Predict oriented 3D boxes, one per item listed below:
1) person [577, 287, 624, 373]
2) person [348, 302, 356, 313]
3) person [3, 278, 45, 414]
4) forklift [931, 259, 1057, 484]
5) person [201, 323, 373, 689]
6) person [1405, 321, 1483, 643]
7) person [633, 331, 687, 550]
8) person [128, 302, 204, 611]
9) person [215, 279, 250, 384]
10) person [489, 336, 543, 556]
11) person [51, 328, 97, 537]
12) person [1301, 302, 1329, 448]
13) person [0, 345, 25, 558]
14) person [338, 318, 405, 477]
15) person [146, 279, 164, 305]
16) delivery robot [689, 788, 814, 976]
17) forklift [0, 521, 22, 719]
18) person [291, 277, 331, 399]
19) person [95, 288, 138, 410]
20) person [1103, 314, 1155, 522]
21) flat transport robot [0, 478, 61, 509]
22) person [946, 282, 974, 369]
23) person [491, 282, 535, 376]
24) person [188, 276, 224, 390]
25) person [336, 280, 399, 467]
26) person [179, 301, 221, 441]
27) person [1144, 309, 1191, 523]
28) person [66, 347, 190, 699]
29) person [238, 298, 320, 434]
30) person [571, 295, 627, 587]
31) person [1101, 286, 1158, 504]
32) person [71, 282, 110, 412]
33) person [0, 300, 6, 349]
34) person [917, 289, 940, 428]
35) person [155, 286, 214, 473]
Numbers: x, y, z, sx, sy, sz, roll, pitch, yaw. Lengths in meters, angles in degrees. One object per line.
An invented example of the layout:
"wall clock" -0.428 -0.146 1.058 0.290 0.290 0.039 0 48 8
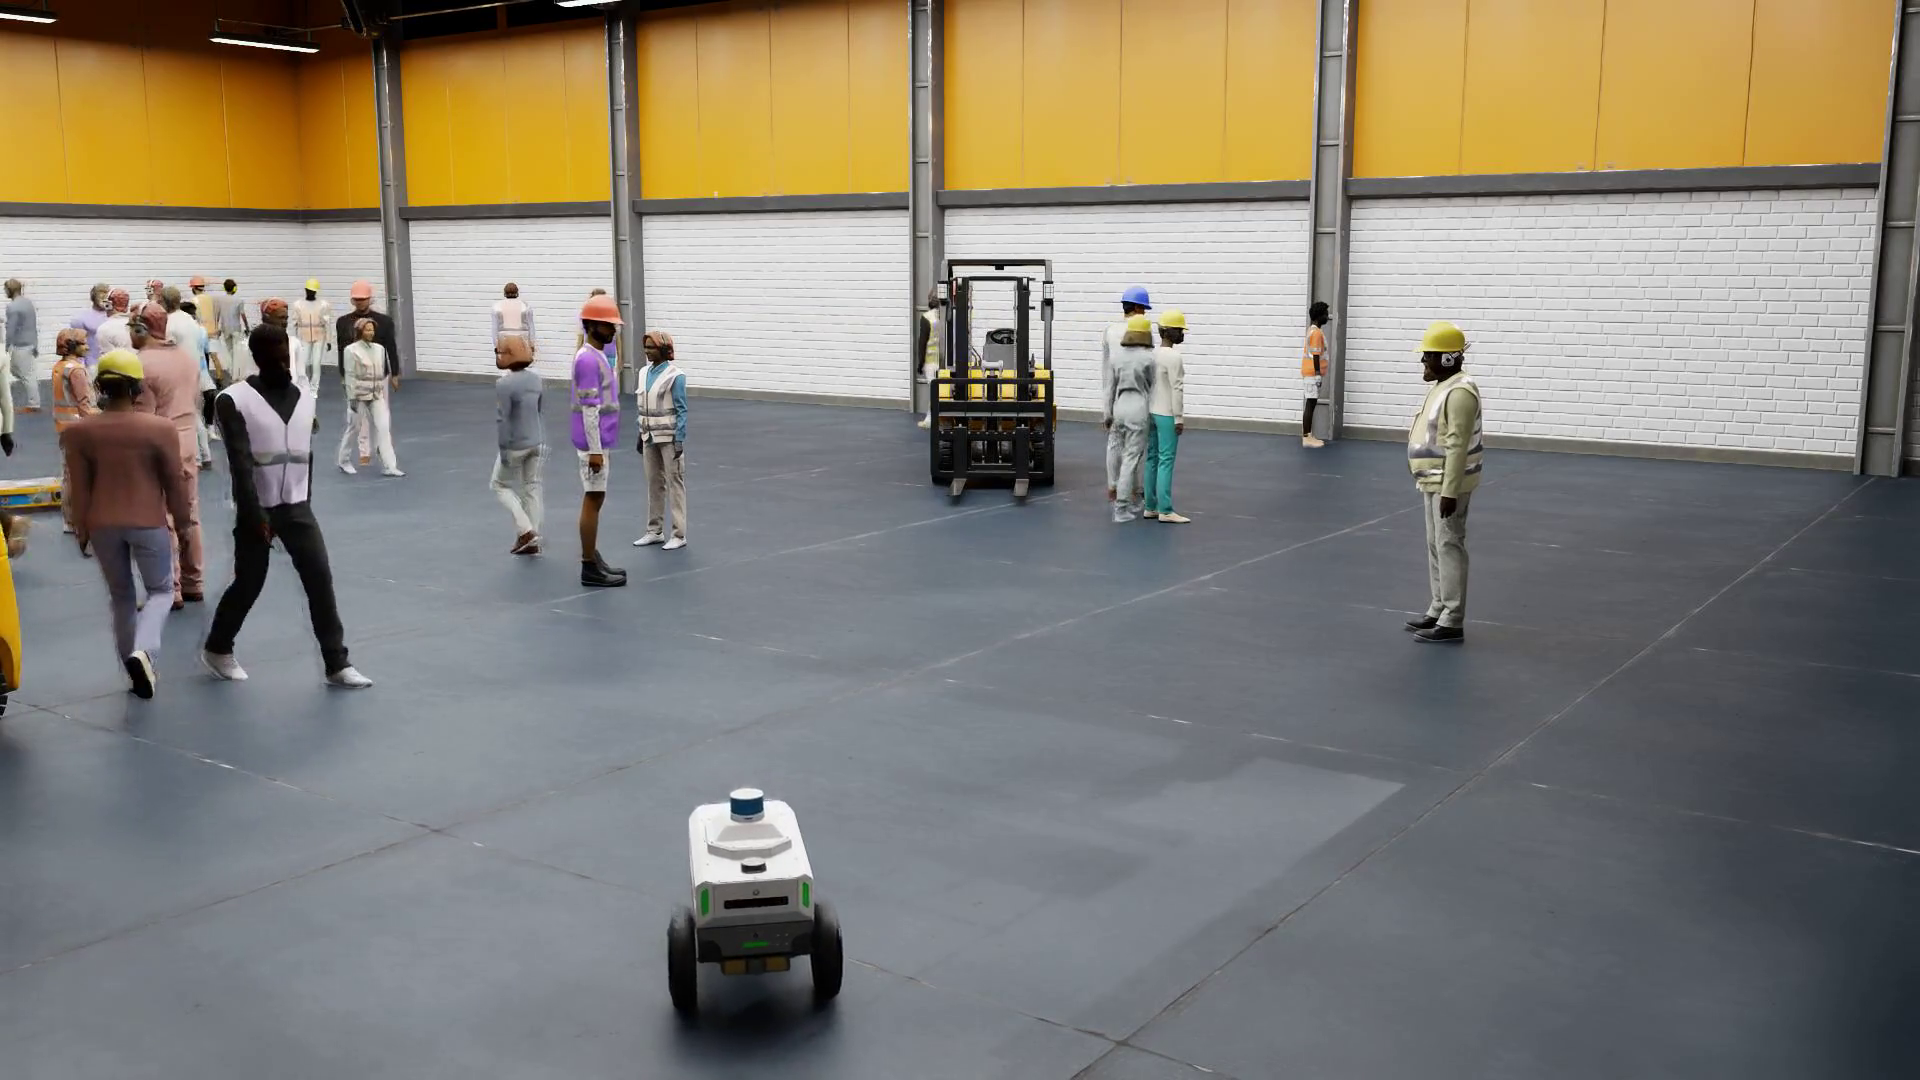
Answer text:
"person" -4.653 -2.357 21.547 0.565 1.828 0.430 -4 10 -24
"person" -9.733 -3.296 27.092 0.343 1.839 0.506 1 10 5
"person" -13.244 -2.721 23.450 0.467 1.918 0.624 -2 10 -12
"forklift" 0.370 -1.738 16.759 1.214 2.155 2.313 1 10 3
"person" -3.505 -0.172 8.436 0.970 1.866 0.573 5 11 29
"person" 2.751 -0.329 9.482 0.403 1.825 0.591 1 10 4
"person" -2.244 -0.748 12.508 0.512 1.641 0.309 8 12 38
"person" -4.970 -0.514 10.327 0.401 1.907 0.649 1 10 7
"person" -12.715 -3.644 29.137 0.549 1.846 0.653 0 10 -2
"person" -3.227 -0.676 12.131 0.337 1.622 0.508 5 11 27
"person" -6.954 -0.845 13.094 0.523 1.636 0.310 9 13 43
"person" 4.124 -1.918 19.332 0.320 1.694 0.531 2 10 11
"person" -6.958 -0.780 11.778 0.813 1.948 0.669 4 10 23
"person" -6.004 -1.438 16.739 0.843 1.599 0.530 6 11 32
"person" -11.126 -2.659 23.096 0.408 1.909 0.638 1 10 4
"delivery robot" -0.643 0.999 5.050 0.477 0.478 0.707 -2 10 -11
"forklift" -5.296 -0.090 6.943 1.214 2.155 2.313 7 12 35
"person" -10.185 -3.167 26.140 0.596 1.900 0.405 -3 10 -16
"person" -7.906 -1.423 15.731 0.404 1.911 0.636 3 10 17
"person" 1.509 -1.029 13.970 0.480 1.705 0.819 8 12 39
"flat transport robot" -8.313 -0.382 14.397 1.431 0.197 0.652 -6 11 -33
"person" -0.005 -2.074 19.524 0.371 1.935 0.551 3 10 17
"person" -6.612 -2.890 24.669 0.624 1.844 0.429 -2 10 -12
"person" -12.776 -3.470 27.949 0.922 1.899 0.567 5 11 29
"person" -6.314 -1.795 17.787 0.621 1.969 0.849 -2 10 -13
"person" -9.081 -1.972 19.671 0.603 1.679 0.538 8 13 40
"person" 1.717 -1.024 13.789 0.329 1.765 0.526 -3 10 -18
"person" -4.079 -0.065 8.141 0.531 1.748 0.627 -2 10 -10
"person" -5.398 -0.988 13.271 0.599 1.864 0.573 4 10 21
"person" -2.402 -0.659 11.106 0.376 1.934 0.548 -1 10 -8
"person" 1.521 -1.277 14.778 0.402 1.937 0.604 -8 13 -41
"person" -9.698 -1.954 18.866 0.663 1.916 0.509 -8 12 -40
"person" -13.004 -2.558 22.093 0.374 2.043 0.614 6 11 34
"person" -0.240 -2.293 21.226 0.622 1.813 0.902 -9 13 -43
"person" -7.870 -1.605 16.836 0.341 1.915 0.711 0 10 1
